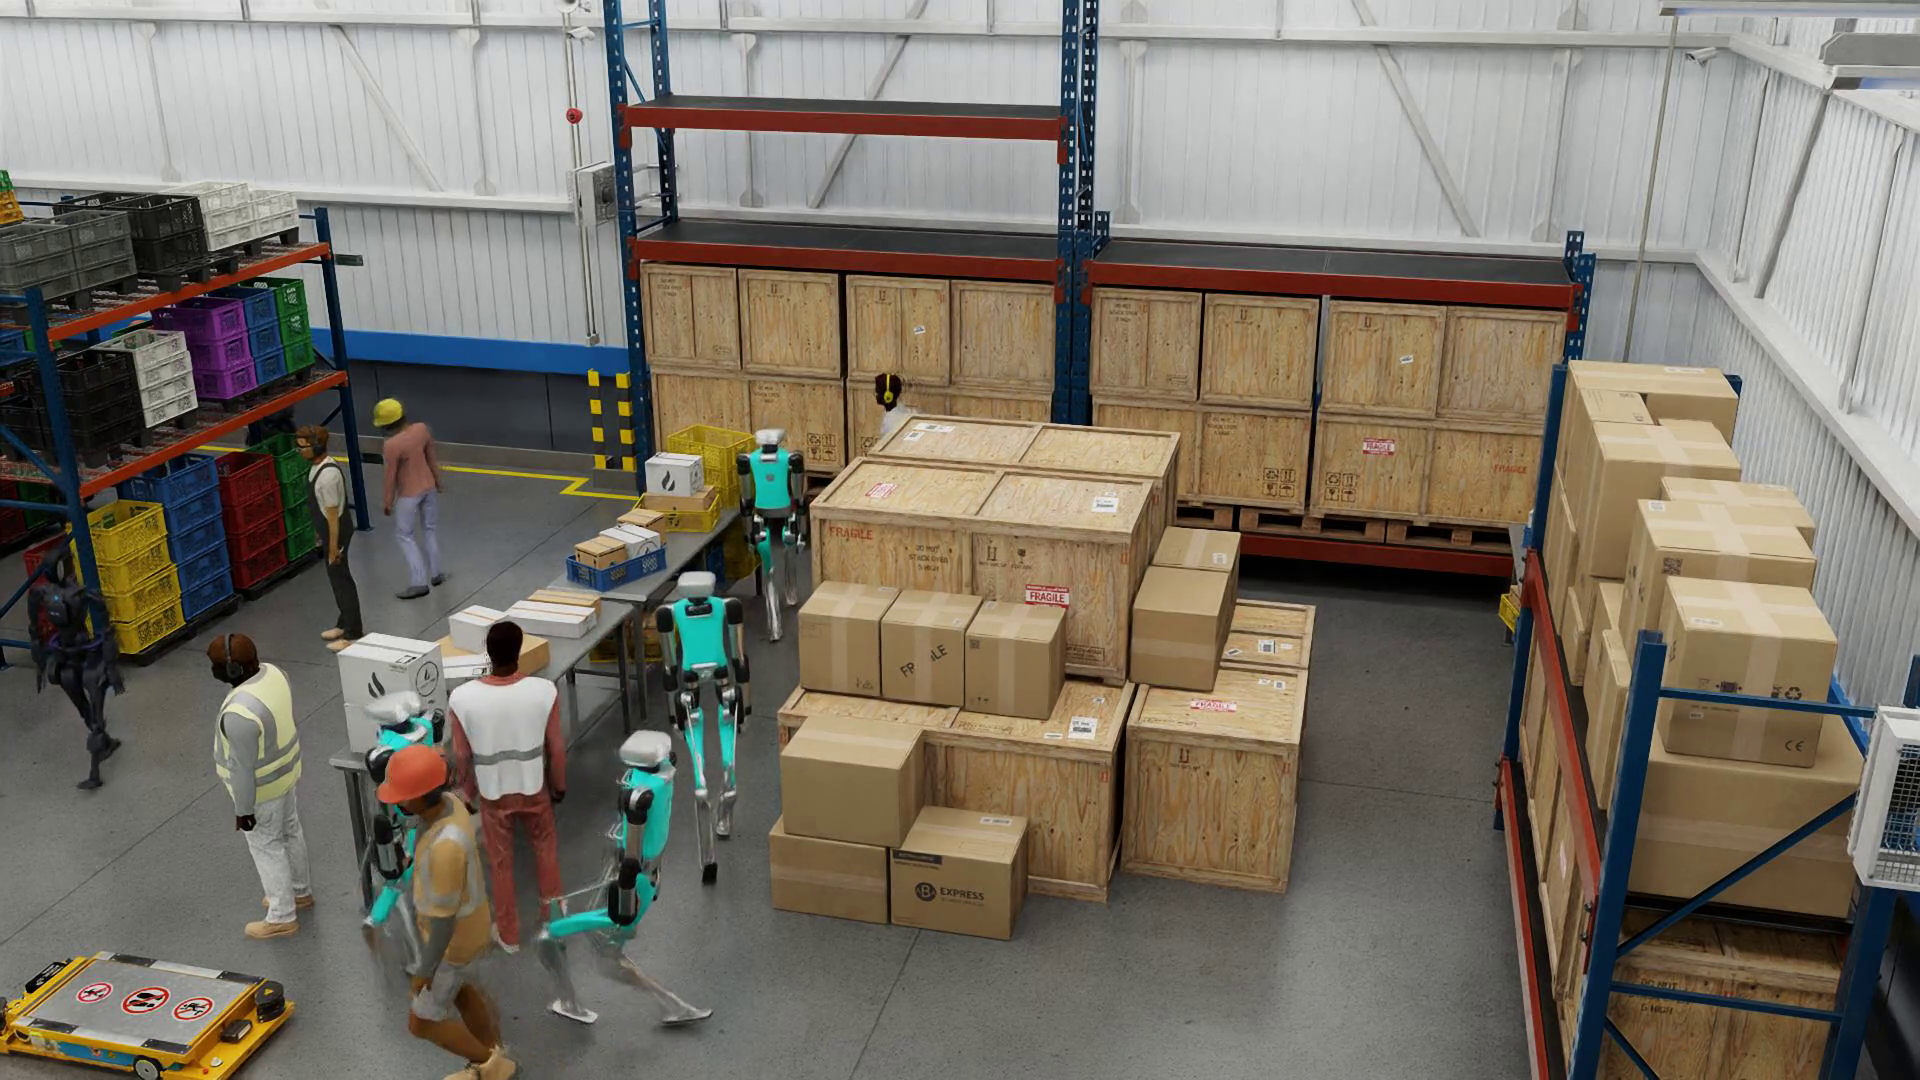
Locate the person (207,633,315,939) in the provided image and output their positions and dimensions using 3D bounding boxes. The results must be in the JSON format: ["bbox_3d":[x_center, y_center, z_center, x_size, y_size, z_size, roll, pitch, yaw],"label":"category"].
[{"bbox_3d":[-3.909,1.363,9.298,0.429,1.834,0.631,-1,21,-1],"label":"person"}]

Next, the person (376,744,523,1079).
[{"bbox_3d":[-2.405,1.842,7.777,0.476,2.016,0.627,-7,22,-18],"label":"person"}]

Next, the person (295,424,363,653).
[{"bbox_3d":[-4.885,-0.021,12.904,0.347,1.842,0.503,-10,23,-24],"label":"person"}]

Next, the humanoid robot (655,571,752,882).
[{"bbox_3d":[-1.508,1.163,9.994,0.558,1.805,0.929,-3,21,-9],"label":"humanoid robot"}]

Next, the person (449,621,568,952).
[{"bbox_3d":[-2.473,1.358,9.225,0.586,1.897,0.502,-6,22,-15],"label":"person"}]

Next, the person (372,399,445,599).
[{"bbox_3d":[-4.608,-0.378,14.004,0.319,1.722,0.641,11,23,26],"label":"person"}]

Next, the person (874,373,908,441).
[{"bbox_3d":[-0.524,-0.555,14.290,0.777,1.841,0.516,4,21,11],"label":"person"}]

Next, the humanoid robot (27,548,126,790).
[{"bbox_3d":[-5.839,0.820,10.989,0.603,1.621,0.786,0,21,1],"label":"humanoid robot"}]

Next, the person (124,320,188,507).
[{"bbox_3d":[-7.317,-1.003,15.189,0.607,2.043,0.373,6,22,14],"label":"person"}]

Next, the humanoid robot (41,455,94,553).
[{"bbox_3d":[-7.408,-0.322,13.972,0.589,1.635,0.730,15,26,34],"label":"humanoid robot"}]

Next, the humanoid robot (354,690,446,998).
[{"bbox_3d":[-3.029,1.633,8.810,0.661,1.864,0.545,7,22,18],"label":"humanoid robot"}]

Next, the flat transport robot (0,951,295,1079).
[{"bbox_3d":[-4.270,2.464,8.601,1.431,0.231,0.659,5,22,13],"label":"flat transport robot"}]

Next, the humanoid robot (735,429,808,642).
[{"bbox_3d":[-1.475,-0.124,13.403,0.548,1.776,1.054,0,21,-1],"label":"humanoid robot"}]

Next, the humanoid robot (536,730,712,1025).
[{"bbox_3d":[-1.829,1.765,8.441,1.042,1.749,0.530,3,21,7],"label":"humanoid robot"}]

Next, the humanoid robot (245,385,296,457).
[{"bbox_3d":[-6.655,-1.139,16.052,0.361,1.652,0.609,7,22,17],"label":"humanoid robot"}]
